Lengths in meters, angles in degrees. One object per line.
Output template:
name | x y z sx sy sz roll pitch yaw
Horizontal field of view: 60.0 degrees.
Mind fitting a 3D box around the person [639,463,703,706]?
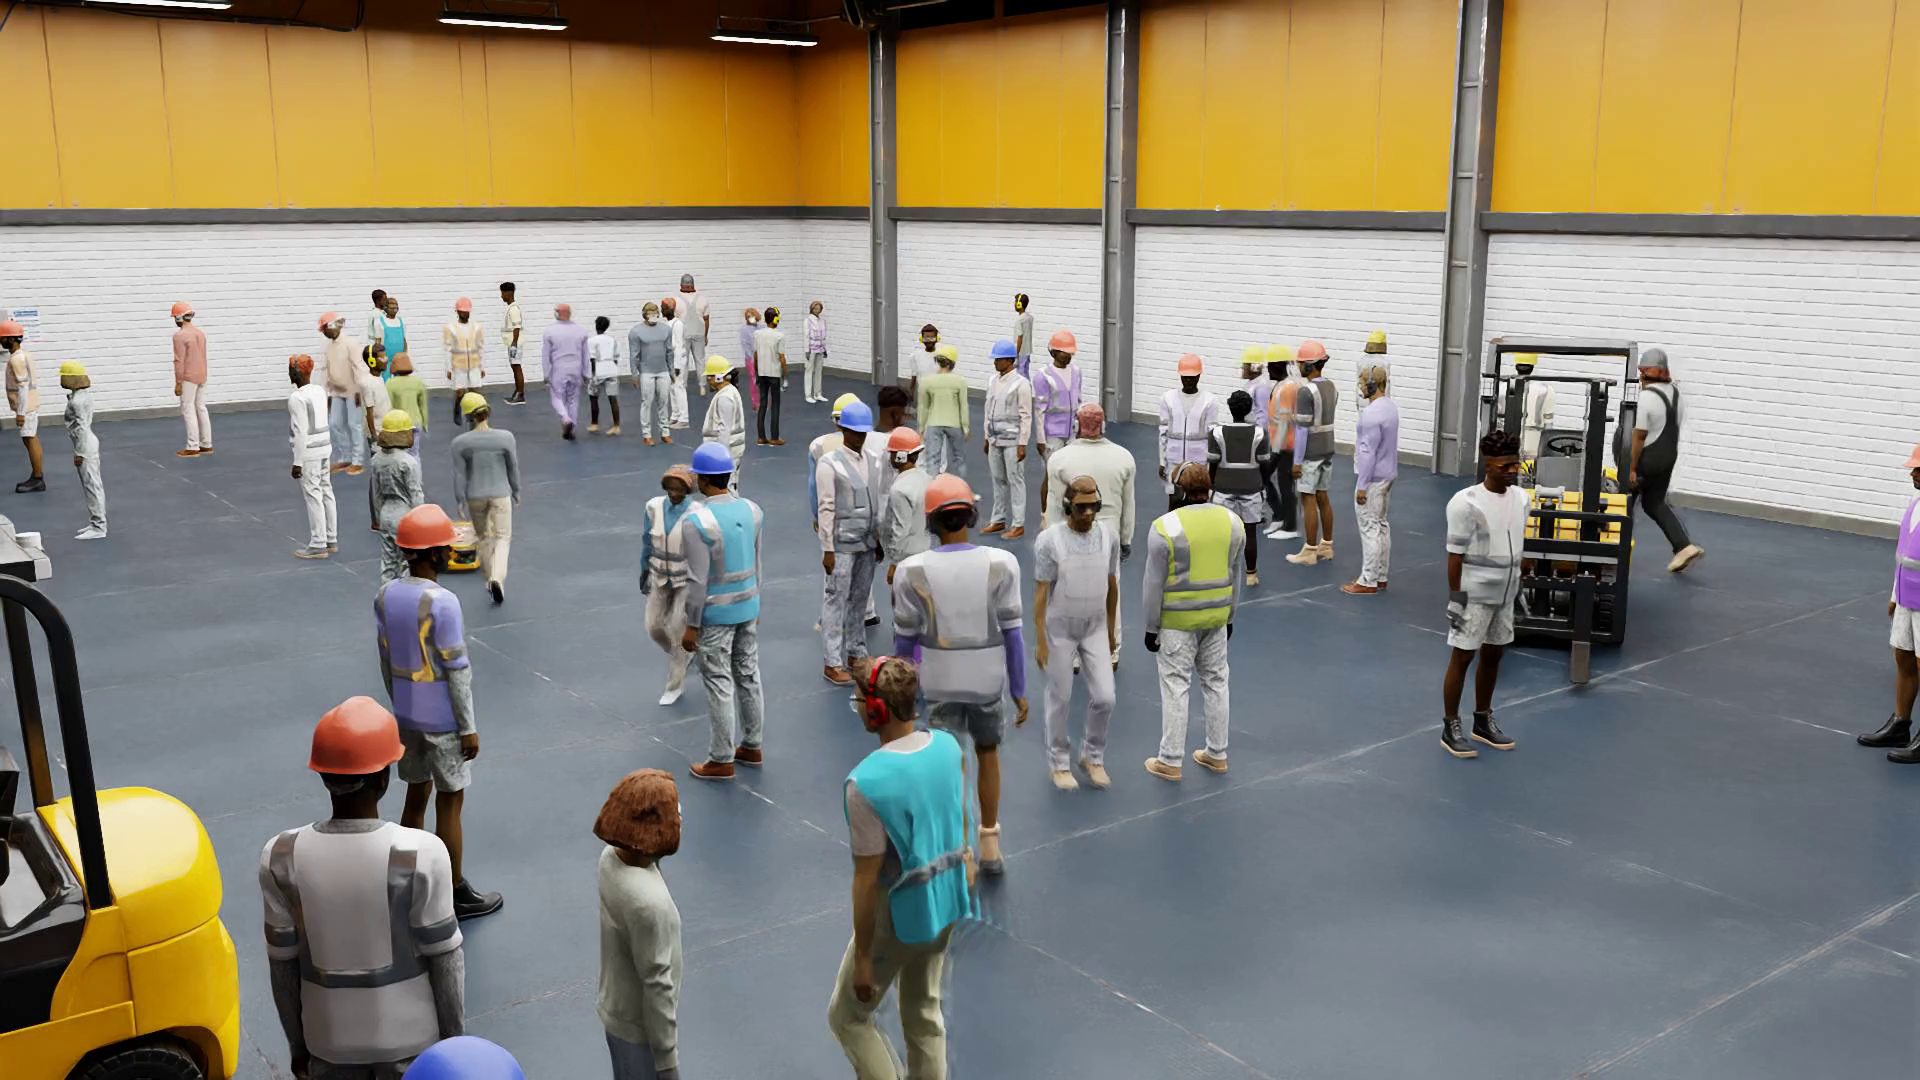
person | -1.845 0.273 10.934 0.577 1.611 0.472 5 13 21

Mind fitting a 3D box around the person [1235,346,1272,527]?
person | 2.953 -1.044 16.821 0.416 1.821 0.596 0 12 0

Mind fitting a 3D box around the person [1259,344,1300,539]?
person | 3.098 -0.938 16.098 0.476 1.903 0.602 -1 12 -4

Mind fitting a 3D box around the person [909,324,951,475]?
person | -0.333 -1.581 19.321 0.512 1.861 0.325 0 12 -1

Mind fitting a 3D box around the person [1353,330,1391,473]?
person | 4.947 -1.635 19.887 0.321 1.737 0.487 -8 14 -35

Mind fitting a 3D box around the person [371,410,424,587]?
person | -4.183 -0.111 12.496 0.490 1.744 0.295 7 14 30

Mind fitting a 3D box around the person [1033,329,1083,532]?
person | 0.997 -1.059 16.384 0.612 2.030 0.403 -10 16 -41

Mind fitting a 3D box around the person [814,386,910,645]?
person | -0.650 -0.176 12.373 0.836 1.931 0.570 10 15 39

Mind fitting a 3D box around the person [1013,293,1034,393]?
person | 0.922 -2.772 25.036 0.329 1.872 0.508 5 13 23

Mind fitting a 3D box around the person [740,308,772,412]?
person | -3.095 -2.777 25.696 0.542 1.611 0.428 -9 15 -36

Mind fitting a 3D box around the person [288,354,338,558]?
person | -5.994 -0.772 15.346 0.358 1.883 0.572 1 12 6

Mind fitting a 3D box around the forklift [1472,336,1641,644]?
forklift | 4.683 -0.471 13.136 1.214 2.155 2.313 4 12 20

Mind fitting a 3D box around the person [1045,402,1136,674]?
person | 0.894 -0.013 11.628 0.651 1.906 0.403 -3 12 -13

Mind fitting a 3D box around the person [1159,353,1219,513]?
person | 2.056 -0.728 15.039 0.540 1.929 0.390 4 12 17

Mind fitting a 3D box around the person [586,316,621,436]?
person | -4.979 -2.292 23.236 0.536 1.645 0.759 -10 16 -41

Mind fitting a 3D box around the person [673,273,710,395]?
person | -4.540 -3.430 27.798 0.678 2.000 0.537 -5 13 -23

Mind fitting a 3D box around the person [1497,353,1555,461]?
person | 5.273 -0.862 15.674 0.586 1.928 0.380 5 13 21

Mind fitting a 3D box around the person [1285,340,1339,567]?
person | 3.175 -0.787 15.068 0.420 2.033 0.607 10 15 39

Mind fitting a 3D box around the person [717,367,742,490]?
person | -2.236 -0.830 16.074 0.315 1.696 0.541 -5 13 -22

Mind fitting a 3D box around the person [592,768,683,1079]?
person | -0.964 1.483 5.086 0.272 1.627 0.502 -5 13 -25

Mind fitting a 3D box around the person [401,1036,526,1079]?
person | -0.771 1.780 2.890 0.602 1.938 0.402 -10 16 -41

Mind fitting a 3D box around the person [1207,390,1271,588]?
person | 2.357 -0.427 14.128 0.535 1.700 0.318 1 12 7

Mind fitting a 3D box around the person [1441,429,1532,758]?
person | 3.148 0.309 9.923 0.609 1.964 0.367 -6 13 -26

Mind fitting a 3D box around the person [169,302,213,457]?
person | -9.873 -2.059 21.329 0.403 1.982 0.627 1 12 6

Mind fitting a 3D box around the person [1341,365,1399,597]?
person | 3.454 -0.493 13.896 0.379 1.931 0.635 6 13 29

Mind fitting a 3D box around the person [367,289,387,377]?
person | -8.811 -2.841 25.251 0.399 1.920 0.590 -5 13 -21

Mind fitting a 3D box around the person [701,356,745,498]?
person | -2.253 -0.850 15.881 0.403 1.821 0.602 -1 12 -5

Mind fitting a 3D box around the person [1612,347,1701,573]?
person | 6.134 -0.722 14.722 0.684 2.000 0.884 -8 14 -33

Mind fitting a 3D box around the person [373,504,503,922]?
person | -2.410 0.795 7.645 0.542 1.939 0.365 8 14 34

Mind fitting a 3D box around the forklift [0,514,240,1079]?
forklift | -3.687 1.115 5.480 2.313 2.155 1.214 -9 15 -36

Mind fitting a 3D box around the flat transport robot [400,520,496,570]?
flat transport robot | -4.659 0.037 15.352 0.652 0.197 1.431 -1 12 -4

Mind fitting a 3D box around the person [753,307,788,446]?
person | -2.527 -2.179 22.217 0.533 1.855 0.345 5 13 25

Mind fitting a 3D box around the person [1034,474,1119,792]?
person | 0.648 0.527 9.226 0.520 1.819 0.493 -3 12 -16

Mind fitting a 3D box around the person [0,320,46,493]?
person | -10.569 -1.498 18.719 0.375 1.939 0.546 -5 13 -22

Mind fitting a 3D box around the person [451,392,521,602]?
person | -3.904 -0.360 13.737 0.533 1.723 0.781 -2 12 -11

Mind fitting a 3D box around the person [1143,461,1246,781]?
person | 1.321 0.460 9.536 0.623 1.835 0.431 -5 13 -24

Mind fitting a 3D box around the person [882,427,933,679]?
person | -0.377 0.089 11.503 0.326 1.751 0.559 3 12 16

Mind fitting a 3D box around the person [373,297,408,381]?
person | -8.353 -2.651 24.517 0.346 1.844 0.505 11 16 43

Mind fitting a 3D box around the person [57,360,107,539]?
person | -8.562 -0.881 16.211 0.300 1.745 0.483 -4 13 -21

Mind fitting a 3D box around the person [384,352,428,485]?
person | -6.055 -1.246 18.264 0.422 1.617 0.528 9 15 38

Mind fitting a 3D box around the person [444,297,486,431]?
person | -6.992 -2.476 23.483 0.550 1.920 0.576 -7 14 -32

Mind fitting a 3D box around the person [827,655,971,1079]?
person | -0.196 1.279 5.583 0.455 1.824 0.599 9 15 36

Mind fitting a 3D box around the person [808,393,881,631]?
person | -0.851 -0.210 12.758 0.601 1.829 0.404 2 12 11

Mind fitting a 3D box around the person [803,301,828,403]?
person | -2.339 -3.043 26.917 0.314 1.636 0.515 8 14 35

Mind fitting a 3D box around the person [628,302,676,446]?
person | -4.104 -2.217 22.231 0.641 1.927 0.386 -8 14 -35

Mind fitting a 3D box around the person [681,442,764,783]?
person | -1.363 0.409 9.484 0.406 1.947 0.606 8 14 33

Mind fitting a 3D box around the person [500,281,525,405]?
person | -7.172 -3.158 26.669 0.368 1.966 0.603 -4 12 -19

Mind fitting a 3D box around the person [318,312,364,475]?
person | -7.356 -1.752 19.955 0.664 1.946 0.397 7 14 31

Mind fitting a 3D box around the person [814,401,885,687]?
person | -0.734 0.015 11.393 0.402 1.943 0.608 9 14 36

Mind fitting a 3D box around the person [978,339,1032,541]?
person | 0.443 -0.976 16.174 0.388 1.947 0.614 -9 15 -39

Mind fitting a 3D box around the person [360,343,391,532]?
person | -5.766 -1.020 16.564 0.328 1.876 0.513 -1 12 -6

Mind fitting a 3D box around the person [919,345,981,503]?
person | -0.131 -1.203 17.789 0.628 1.734 0.558 3 12 12

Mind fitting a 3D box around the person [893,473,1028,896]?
person | -0.003 0.683 7.996 0.631 2.016 0.591 -1 12 -3

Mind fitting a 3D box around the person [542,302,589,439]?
person | -5.354 -2.282 22.628 0.657 1.890 0.658 -7 14 -31

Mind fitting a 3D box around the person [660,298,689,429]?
person | -4.115 -2.539 23.905 0.346 1.876 0.576 -7 13 -29

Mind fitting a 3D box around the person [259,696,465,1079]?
person | -1.673 1.392 4.765 0.542 1.938 0.358 0 12 -1

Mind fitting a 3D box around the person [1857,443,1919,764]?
person | 5.650 0.351 9.789 0.359 1.939 0.542 0 12 -2
